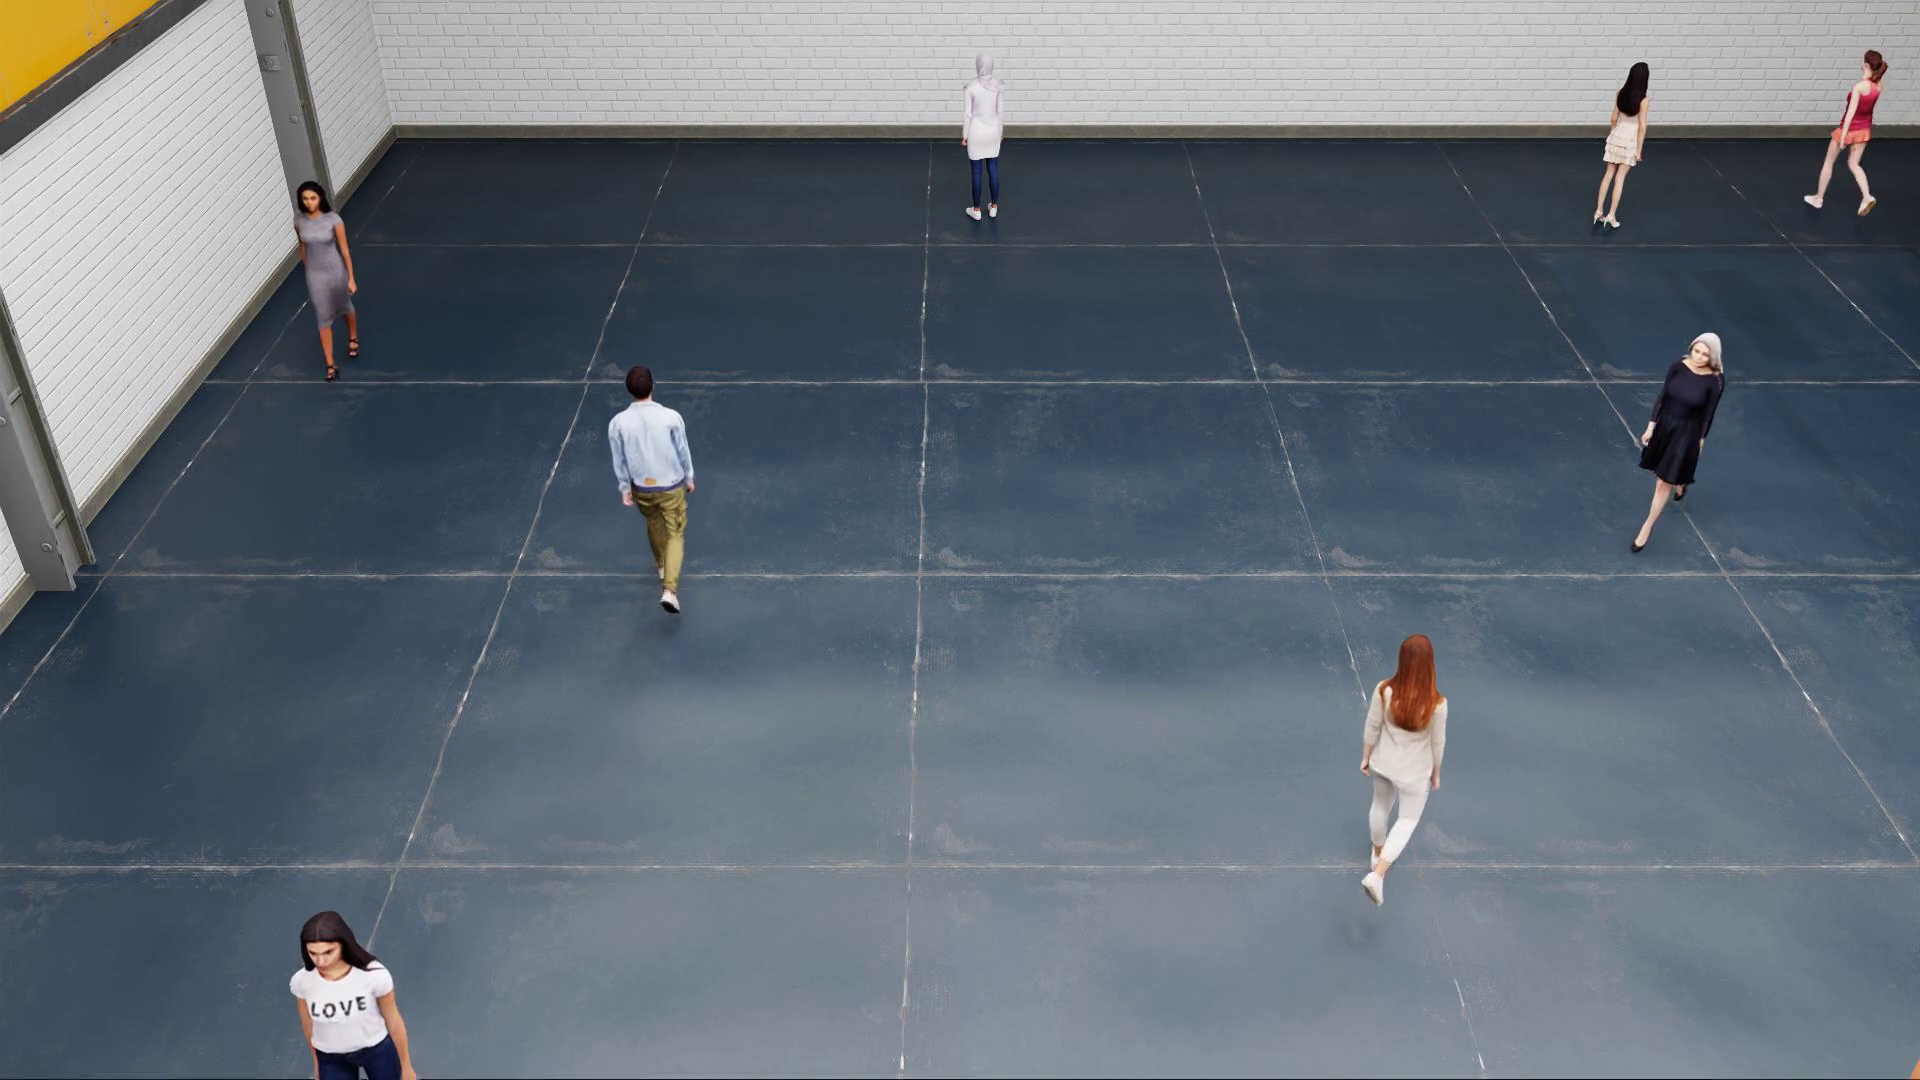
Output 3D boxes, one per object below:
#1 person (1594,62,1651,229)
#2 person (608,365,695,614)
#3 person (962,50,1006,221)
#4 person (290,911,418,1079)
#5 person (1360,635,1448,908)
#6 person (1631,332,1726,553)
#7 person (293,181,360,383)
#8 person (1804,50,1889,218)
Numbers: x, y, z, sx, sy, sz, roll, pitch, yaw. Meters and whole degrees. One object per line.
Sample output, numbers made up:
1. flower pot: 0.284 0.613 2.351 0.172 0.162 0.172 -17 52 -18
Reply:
1. person: 6.866 -4.088 17.238 0.713 1.736 0.616 -19 38 -26
2. person: -2.097 -0.330 11.540 0.681 1.783 1.111 1 34 1
3. person: 0.250 -4.241 17.432 0.673 1.775 0.637 -11 35 -16
4. person: -2.732 2.300 7.607 0.709 1.759 0.880 -6 34 -10
5. person: 2.411 1.297 9.178 0.882 1.688 1.008 19 38 26
6. person: 5.303 -0.765 12.252 1.070 1.720 1.051 -26 42 -34
7. person: -5.499 -2.313 14.567 0.697 1.736 1.156 -4 34 -6
8. person: 9.443 -4.239 17.470 0.730 1.730 1.088 -9 35 -13
